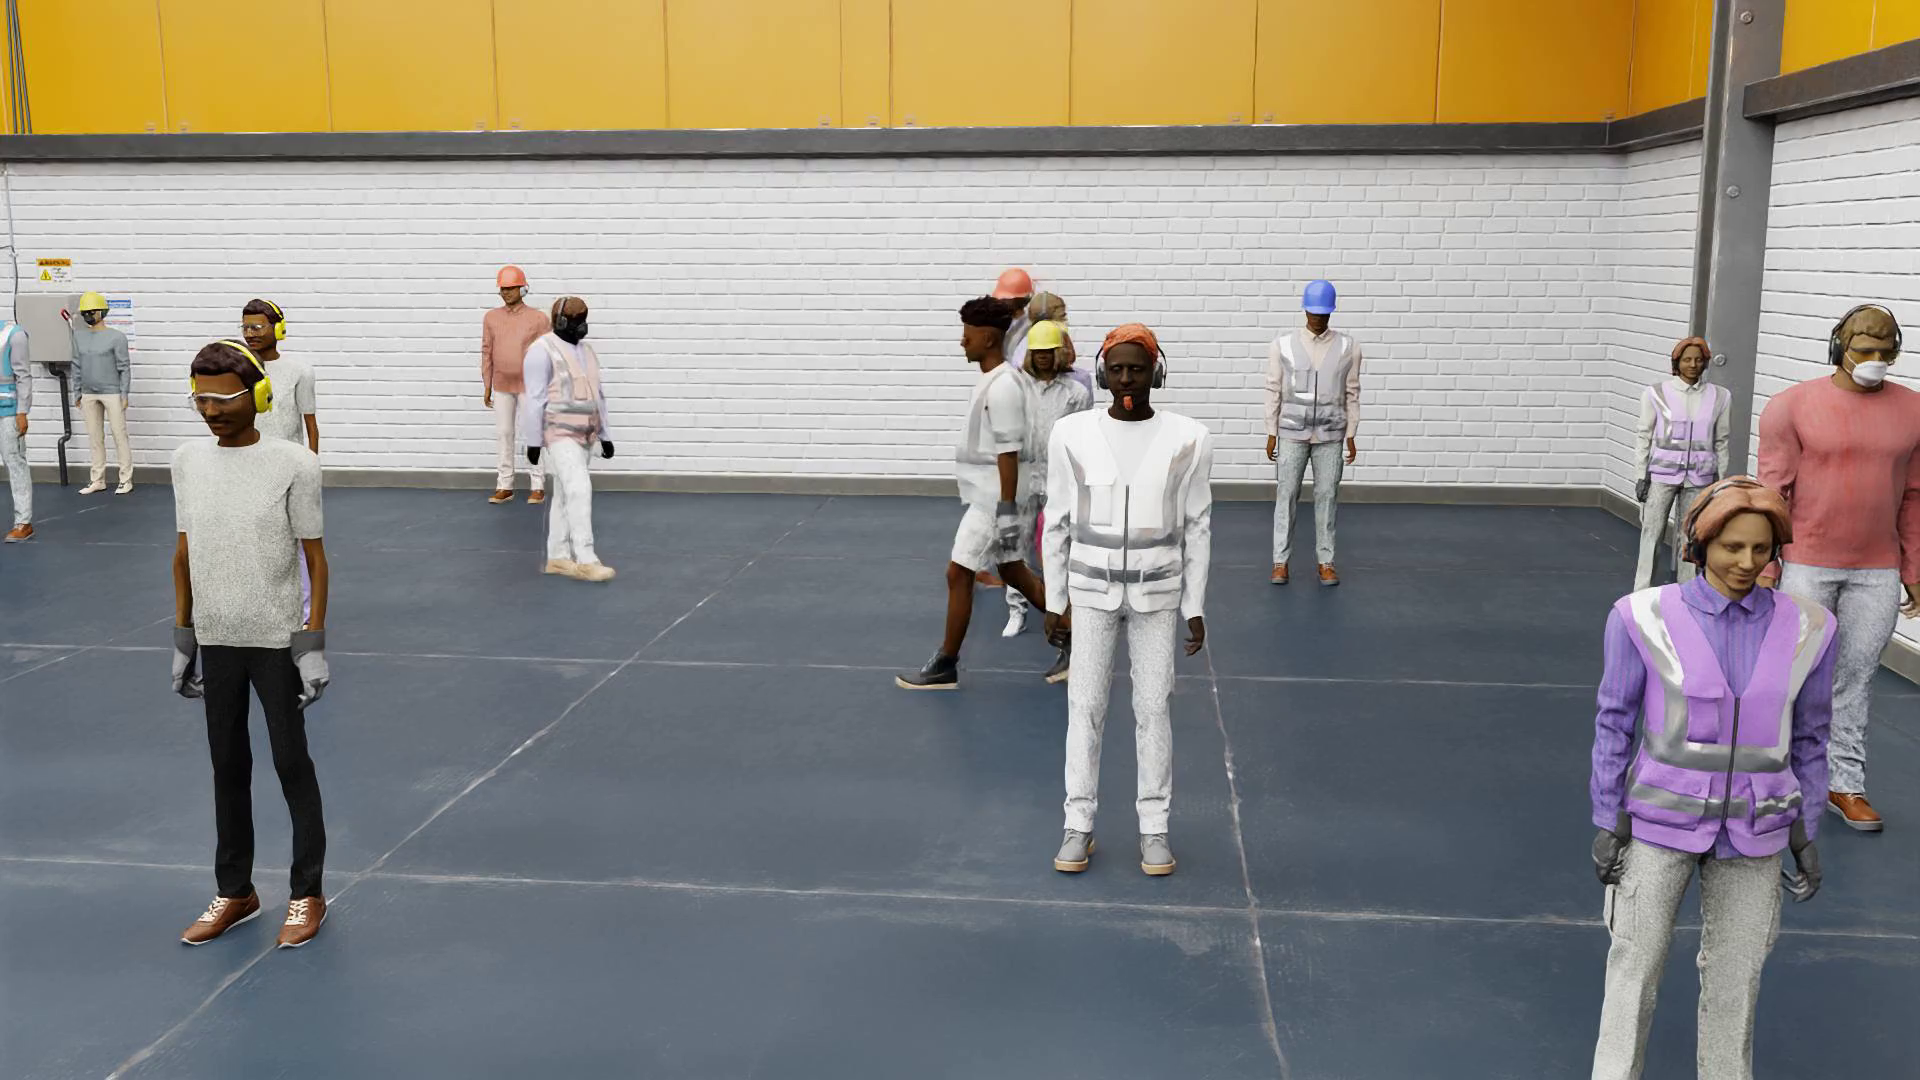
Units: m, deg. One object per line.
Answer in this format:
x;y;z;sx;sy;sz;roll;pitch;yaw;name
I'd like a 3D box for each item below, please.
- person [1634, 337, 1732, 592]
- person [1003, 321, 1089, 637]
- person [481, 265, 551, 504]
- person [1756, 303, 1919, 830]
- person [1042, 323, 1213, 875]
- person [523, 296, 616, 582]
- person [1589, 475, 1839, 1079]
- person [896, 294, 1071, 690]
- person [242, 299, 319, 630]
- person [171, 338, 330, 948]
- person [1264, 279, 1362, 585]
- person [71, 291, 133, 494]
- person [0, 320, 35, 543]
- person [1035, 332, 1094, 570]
4.084;-0.328;9.440;0.510;1.640;0.308;1;10;6;person
0.458;-0.324;9.119;0.484;1.744;0.295;1;10;6;person
-3.720;-1.294;13.951;0.608;1.995;0.377;1;10;6;person
3.231;0.106;6.108;0.629;1.936;0.373;1;10;6;person
0.563;0.208;5.674;0.573;1.882;0.356;1;10;6;person
-2.425;-0.646;10.713;0.757;1.820;0.641;4;11;22;person
1.673;0.668;3.743;0.510;1.639;0.308;1;10;6;person
0.214;-0.223;8.029;0.976;1.928;0.615;0;10;-1;person
-3.673;-0.346;8.882;0.508;1.872;0.329;1;10;6;person
-2.177;0.322;5.079;0.508;1.865;0.329;1;10;6;person
2.235;-0.677;10.573;0.601;1.941;0.395;1;10;6;person
-7.479;-1.273;14.488;0.522;1.768;0.311;1;10;6;person
-7.045;-0.947;12.102;0.601;1.948;0.386;1;10;6;person
0.651;-0.600;11.060;0.530;1.607;0.608;-2;10;-10;person
